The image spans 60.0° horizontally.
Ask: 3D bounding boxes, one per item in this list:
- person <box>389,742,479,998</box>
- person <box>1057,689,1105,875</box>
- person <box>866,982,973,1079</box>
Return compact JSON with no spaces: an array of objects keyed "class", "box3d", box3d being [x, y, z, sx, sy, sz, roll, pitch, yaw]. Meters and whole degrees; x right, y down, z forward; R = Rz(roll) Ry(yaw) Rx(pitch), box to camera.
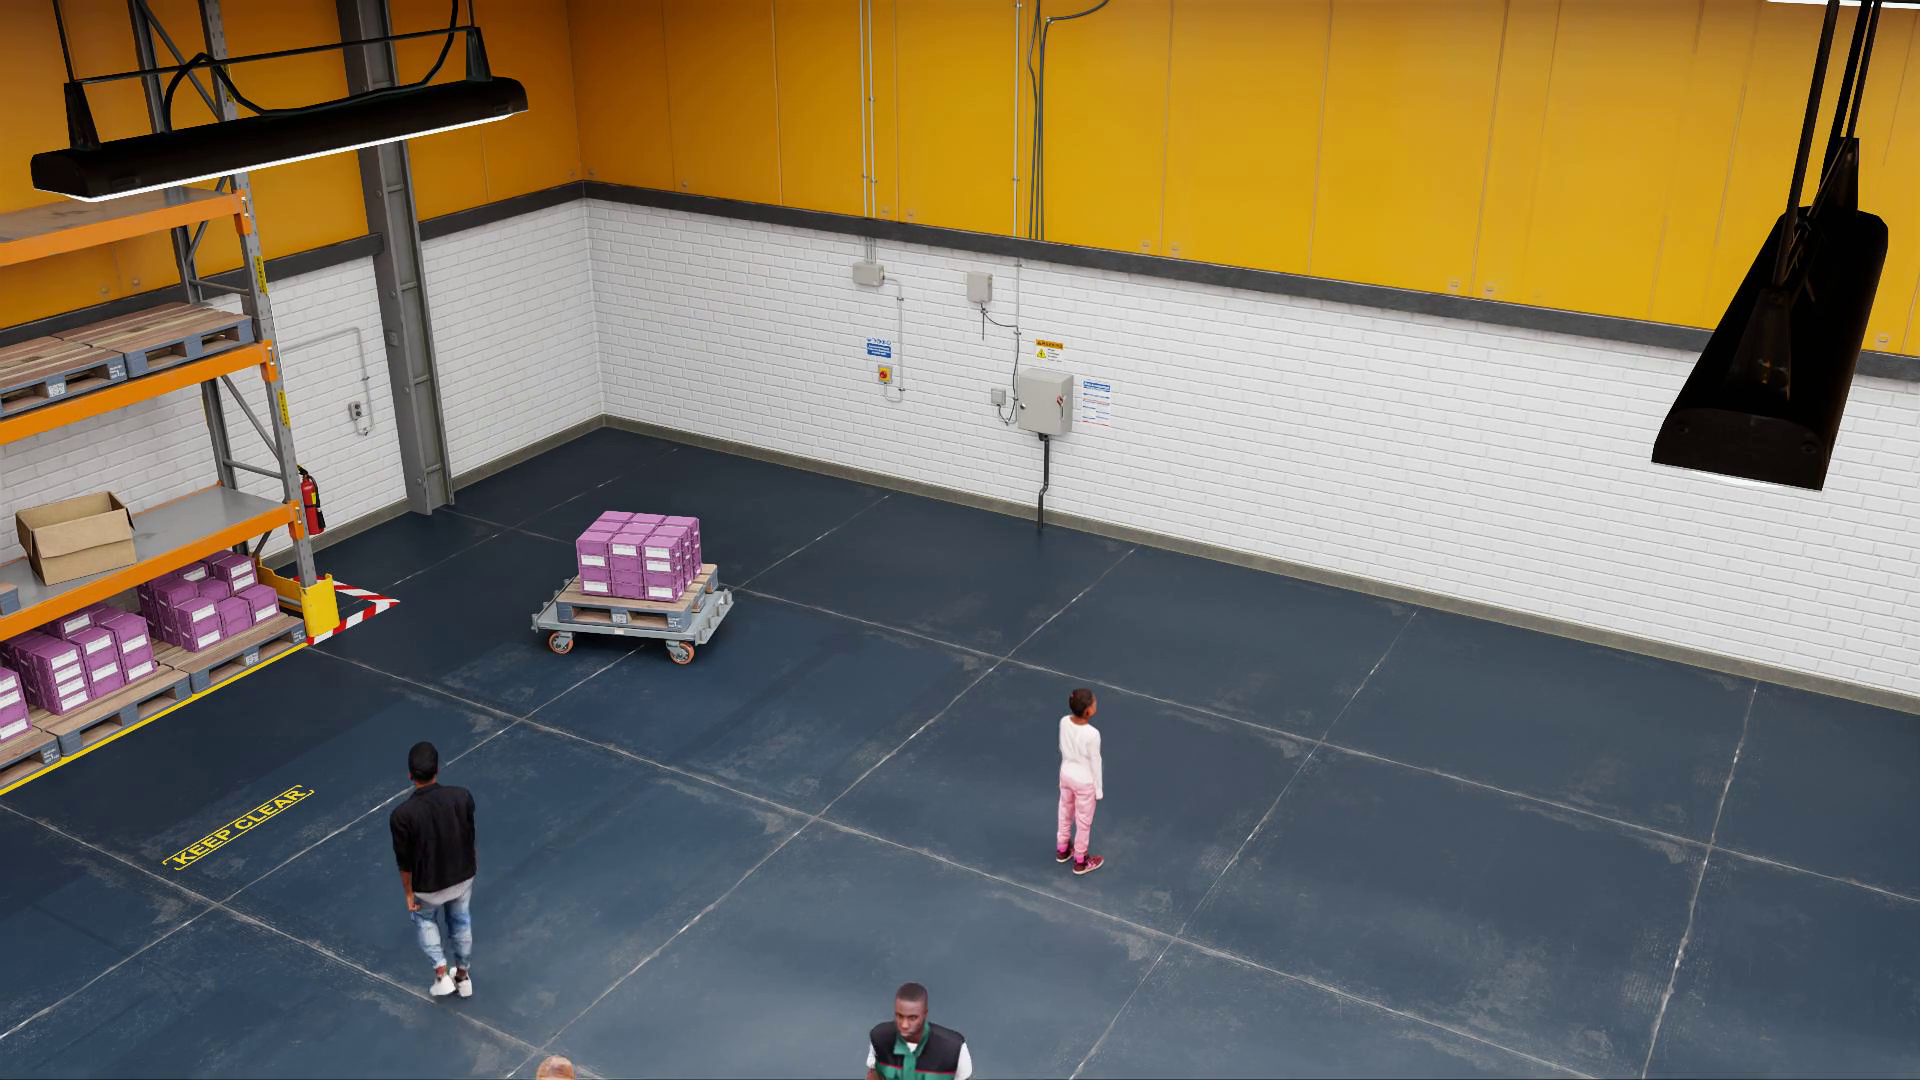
[{"class":"person","box3d":[-3.211,2.124,10.381,0.757,1.795,0.869,-14,27,-29]},{"class":"person","box3d":[0.847,1.685,11.818,0.593,1.448,0.597,-18,29,-35]},{"class":"person","box3d":[-0.172,2.952,8.451,0.793,1.823,0.849,8,25,18]}]
